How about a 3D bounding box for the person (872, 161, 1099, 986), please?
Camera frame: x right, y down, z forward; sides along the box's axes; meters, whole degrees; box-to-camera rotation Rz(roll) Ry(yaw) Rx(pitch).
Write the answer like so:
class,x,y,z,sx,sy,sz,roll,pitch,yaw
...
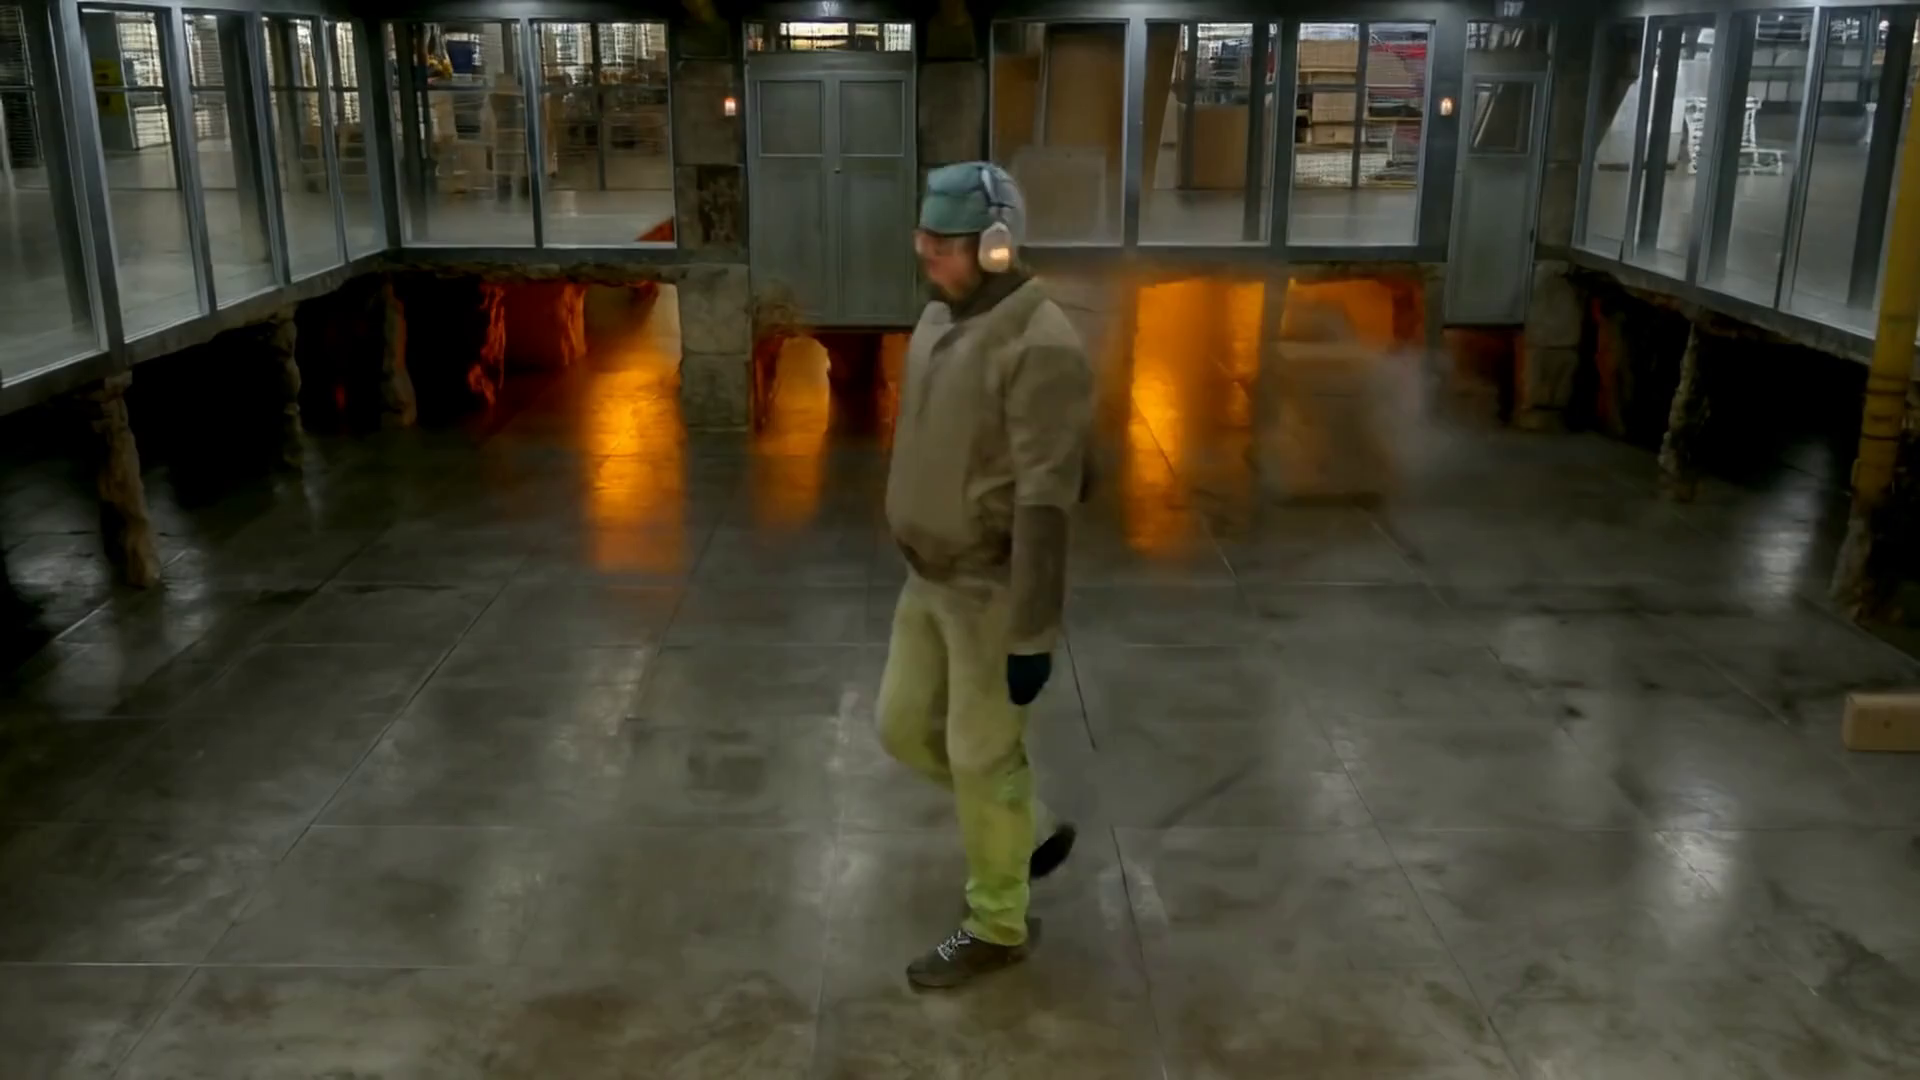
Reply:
class,x,y,z,sx,sy,sz,roll,pitch,yaw
person,0.041,0.105,3.772,0.443,1.891,0.669,-7,18,-23
